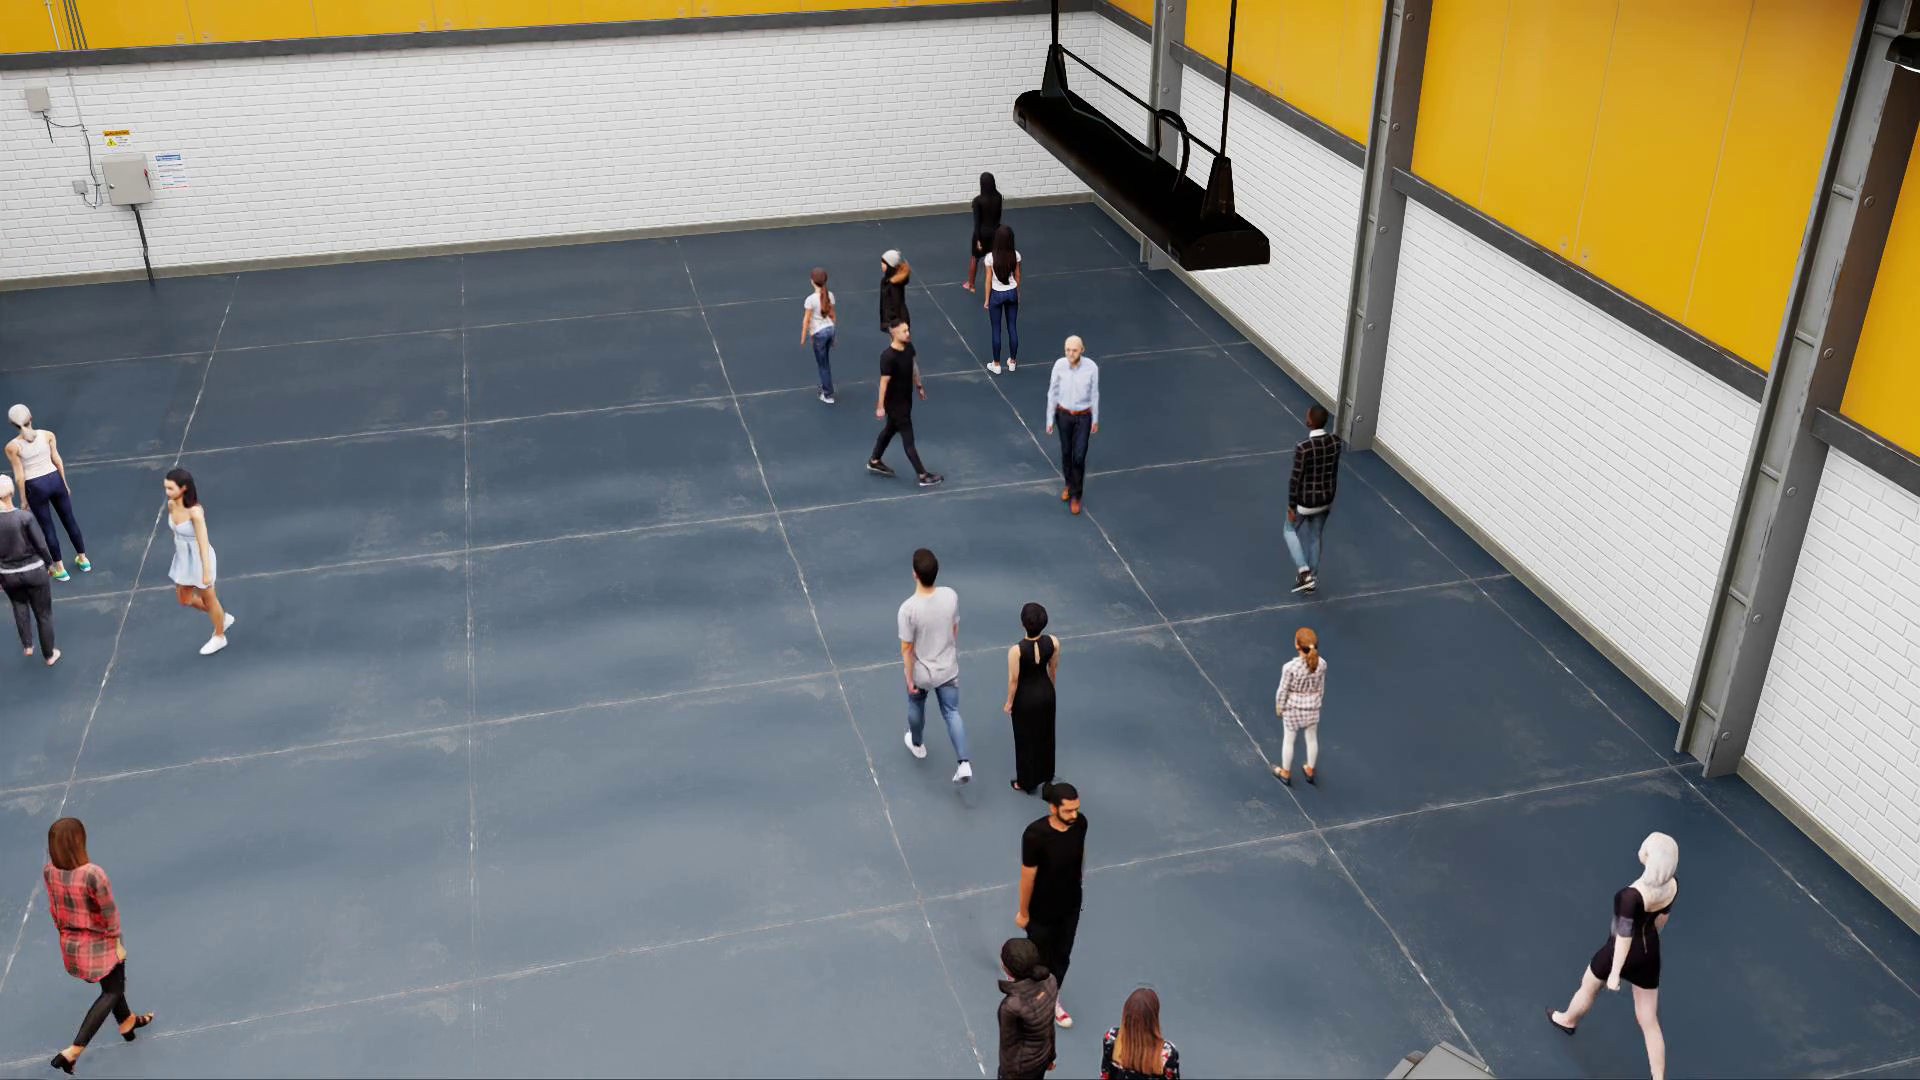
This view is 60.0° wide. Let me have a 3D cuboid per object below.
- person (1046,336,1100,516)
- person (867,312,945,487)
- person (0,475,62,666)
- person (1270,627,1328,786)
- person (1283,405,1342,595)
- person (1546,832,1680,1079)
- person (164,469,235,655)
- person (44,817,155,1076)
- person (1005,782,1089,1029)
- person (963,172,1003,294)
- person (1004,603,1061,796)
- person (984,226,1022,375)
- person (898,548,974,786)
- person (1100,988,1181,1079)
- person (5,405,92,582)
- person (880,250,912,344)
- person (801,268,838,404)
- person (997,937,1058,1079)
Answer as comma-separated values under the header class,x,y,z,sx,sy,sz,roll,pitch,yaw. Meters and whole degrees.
class,x,y,z,sx,sy,sz,roll,pitch,yaw
person,1.138,-1.215,16.482,0.904,1.771,1.031,6,29,12
person,-0.697,-1.435,16.832,1.225,1.820,1.210,12,31,21
person,-7.786,0.297,13.770,0.628,1.713,0.595,-8,30,-14
person,2.565,1.243,12.461,0.546,1.306,0.497,-5,29,-9
person,3.178,-0.303,14.770,0.670,1.809,0.705,-8,30,-14
person,3.967,2.508,9.647,0.726,1.779,1.215,-12,31,-21
person,-6.365,0.149,14.030,0.759,1.723,0.818,15,32,26
person,-5.202,2.454,9.862,0.947,1.669,1.076,9,30,15
person,0.520,2.189,10.272,0.819,1.742,0.941,-16,33,-27
person,0.425,-3.867,21.442,0.858,1.676,1.272,-16,32,-26
person,0.541,1.175,12.274,0.622,1.603,0.579,-14,31,-23
person,0.509,-2.808,19.397,0.596,1.775,0.517,-9,30,-16
person,-0.163,0.980,12.370,0.759,1.855,1.192,-11,31,-20
person,0.938,3.023,8.803,0.646,1.684,0.665,8,30,15
person,-8.317,-0.440,15.130,0.717,1.705,0.686,21,35,34
person,-0.727,-2.519,19.017,0.700,1.631,0.535,-6,29,-10
person,-1.510,-2.278,18.662,0.676,1.549,0.759,-24,37,-37
person,0.360,2.862,9.123,0.696,1.660,0.752,-22,36,-35
